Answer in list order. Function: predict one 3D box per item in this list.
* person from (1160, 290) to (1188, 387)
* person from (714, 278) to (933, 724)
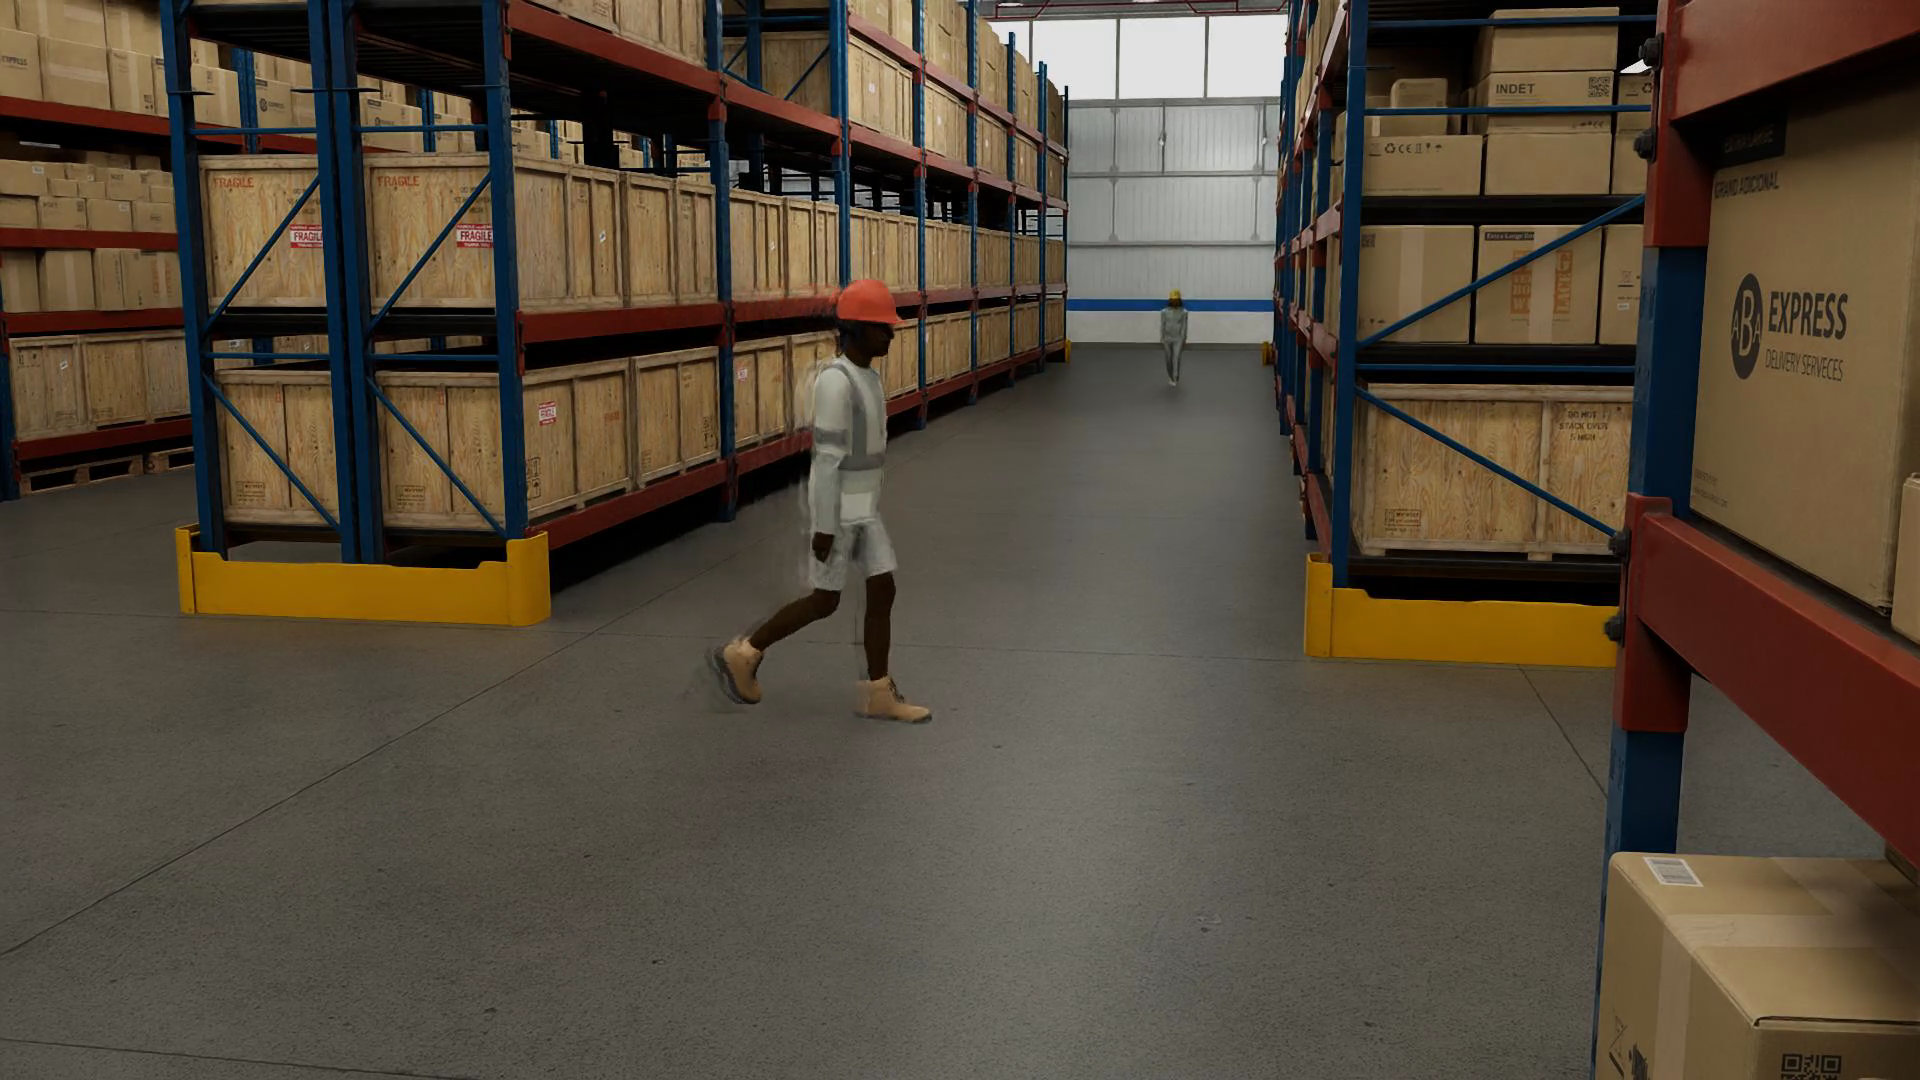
[{"bbox_3d":[3.807,-3.590,29.565,0.481,1.716,0.798,2,9,13],"label":"person"},{"bbox_3d":[-0.618,-0.160,7.430,0.922,2.010,0.626,3,10,16],"label":"person"}]
